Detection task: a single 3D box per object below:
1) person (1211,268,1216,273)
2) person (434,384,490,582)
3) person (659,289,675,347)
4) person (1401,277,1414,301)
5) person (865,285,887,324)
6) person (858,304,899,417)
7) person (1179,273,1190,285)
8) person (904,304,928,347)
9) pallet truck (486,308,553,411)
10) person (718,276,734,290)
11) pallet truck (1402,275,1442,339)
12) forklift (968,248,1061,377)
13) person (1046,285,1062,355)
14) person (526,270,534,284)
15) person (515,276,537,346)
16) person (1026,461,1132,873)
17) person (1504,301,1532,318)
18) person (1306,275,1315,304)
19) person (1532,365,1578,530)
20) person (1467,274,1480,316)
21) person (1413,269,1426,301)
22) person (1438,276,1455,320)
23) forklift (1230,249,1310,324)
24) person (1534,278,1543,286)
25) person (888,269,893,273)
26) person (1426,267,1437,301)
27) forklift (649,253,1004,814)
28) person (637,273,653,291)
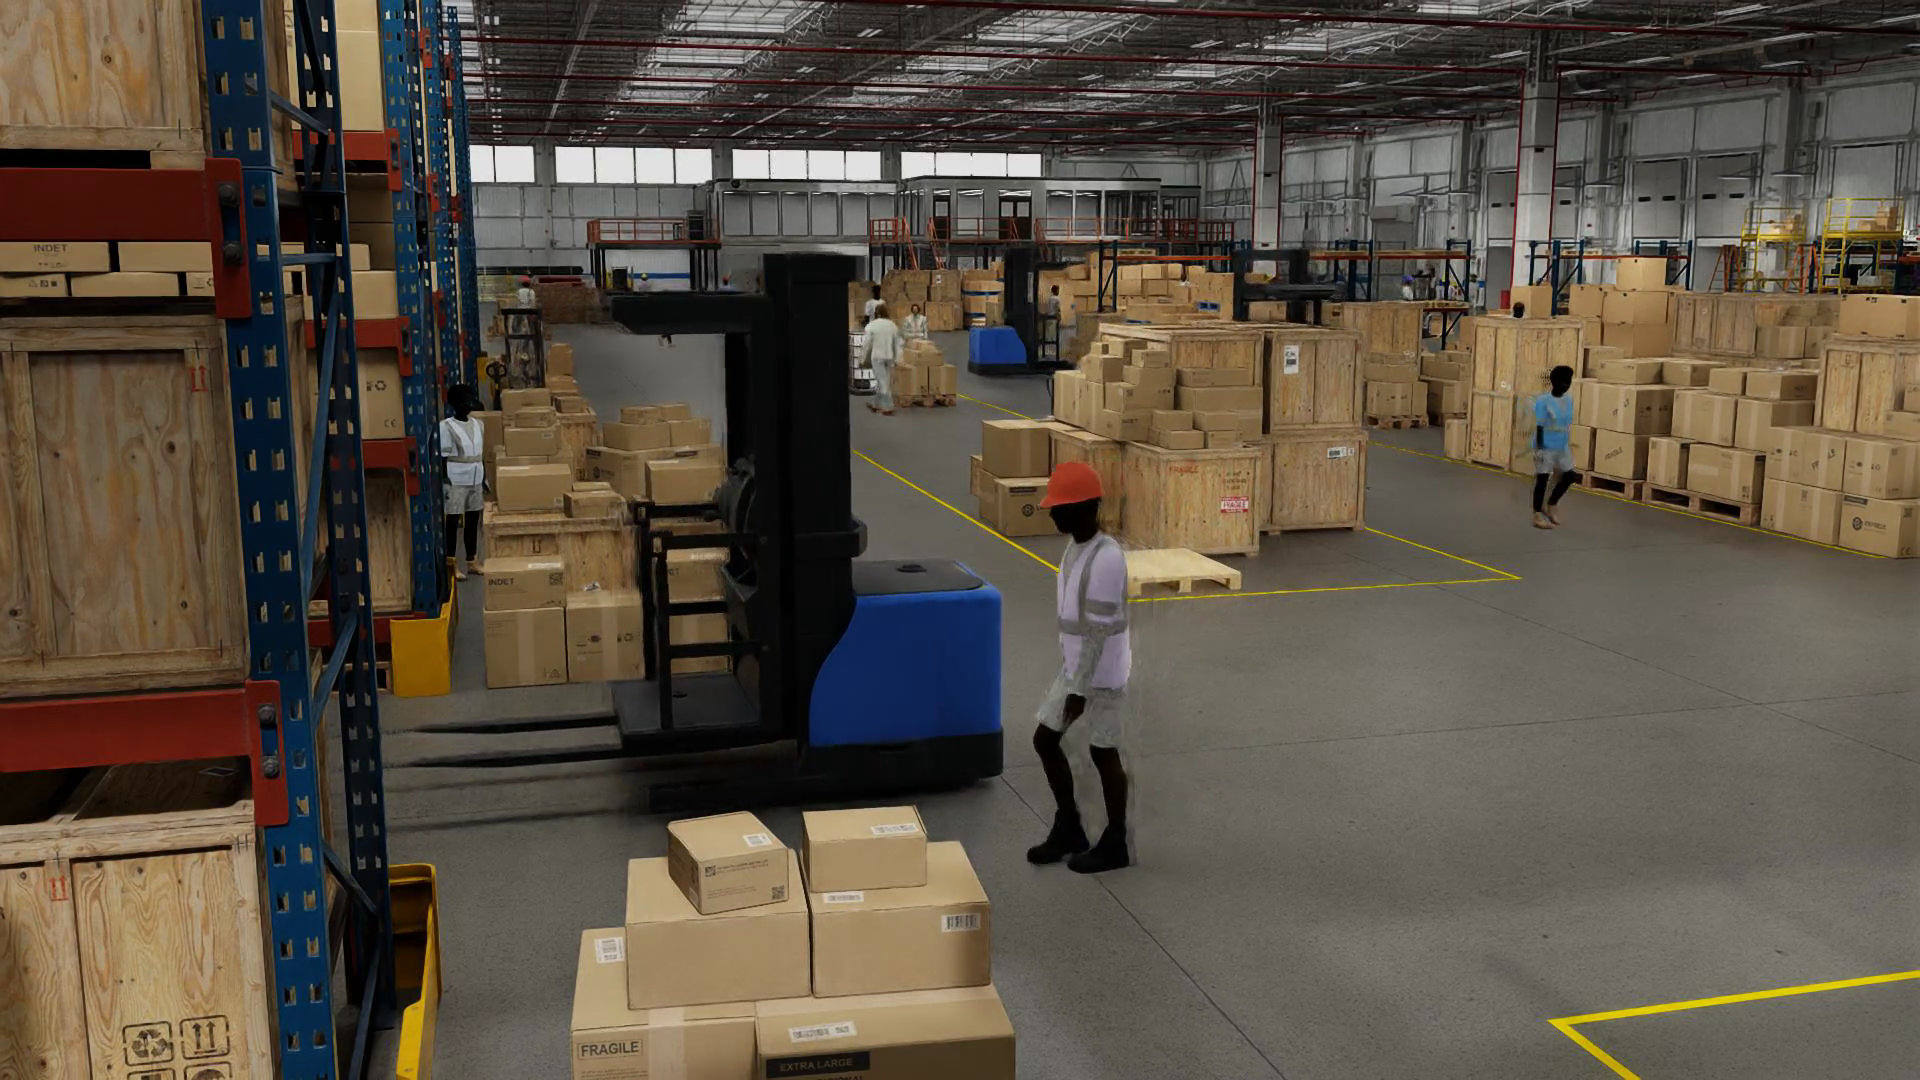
[{"bbox_3d":[12.542,-12.511,82.046,0.533,1.807,0.831,5,11,26],"label":"person"},{"bbox_3d":[-4.284,-0.500,14.357,0.319,1.697,0.533,6,12,29],"label":"person"},{"bbox_3d":[-8.396,-6.354,47.570,0.692,1.673,0.538,7,12,33],"label":"person"},{"bbox_3d":[14.504,-7.594,53.971,0.992,1.898,0.633,8,13,39],"label":"person"},{"bbox_3d":[-2.037,-5.252,40.541,0.639,1.936,0.557,-8,13,-39],"label":"person"},{"bbox_3d":[-1.371,-3.053,28.274,0.650,1.884,1.020,-8,13,-38],"label":"person"},{"bbox_3d":[8.402,-9.065,62.366,0.354,1.876,0.573,-6,12,-30],"label":"person"},{"bbox_3d":[-0.954,-4.290,35.973,0.514,1.641,0.315,0,10,-2],"label":"person"},{"bbox_3d":[-6.242,-2.418,24.362,0.823,1.965,1.885,1,10,3],"label":"pallet truck"},{"bbox_3d":[-7.902,-8.003,56.317,0.565,1.891,0.999,-2,10,-12],"label":"person"},{"bbox_3d":[14.620,-7.324,52.145,0.823,1.965,1.885,8,13,40],"label":"pallet truck"},{"bbox_3d":[1.201,-5.032,36.667,1.873,2.768,1.129,-3,10,-15],"label":"forklift"},{"bbox_3d":[2.500,-5.830,44.100,0.333,1.861,0.501,-8,13,-39],"label":"person"},{"bbox_3d":[-20.760,-12.140,80.192,0.473,1.719,0.660,-3,11,-17],"label":"person"},{"bbox_3d":[-12.527,-6.588,47.909,0.616,2.019,0.756,4,11,24],"label":"person"},{"bbox_3d":[0.531,0.595,7.537,0.613,1.909,0.545,-4,11,-19],"label":"person"},{"bbox_3d":[10.497,-3.576,31.371,0.634,1.840,0.429,3,11,18],"label":"person"},{"bbox_3d":[10.179,-6.699,48.484,0.537,2.000,0.679,1,10,7],"label":"person"},{"bbox_3d":[6.002,-0.934,16.844,0.548,1.679,0.384,-5,11,-27],"label":"person"},{"bbox_3d":[19.546,-9.224,63.426,0.508,1.830,0.976,2,10,9],"label":"person"},{"bbox_3d":[21.009,-11.454,76.006,0.642,1.830,0.479,-2,10,-13],"label":"person"},{"bbox_3d":[15.815,-7.635,54.137,0.391,1.922,0.586,-9,13,-40],"label":"person"},{"bbox_3d":[3.800,-2.203,20.645,1.129,2.768,1.873,-3,10,-15],"label":"forklift"},{"bbox_3d":[17.878,-7.090,51.113,0.924,1.907,0.642,9,13,42],"label":"person"},{"bbox_3d":[-2.998,-10.604,70.956,0.790,1.907,0.588,-9,14,-42],"label":"person"},{"bbox_3d":[21.663,-11.561,76.395,0.596,1.904,0.447,-5,11,-25],"label":"person"},{"bbox_3d":[-0.781,-0.118,8.840,1.873,2.768,1.129,-3,10,-15],"label":"forklift"},{"bbox_3d":[-12.317,-9.508,65.032,0.598,1.814,0.628,-1,10,-7],"label":"person"}]
